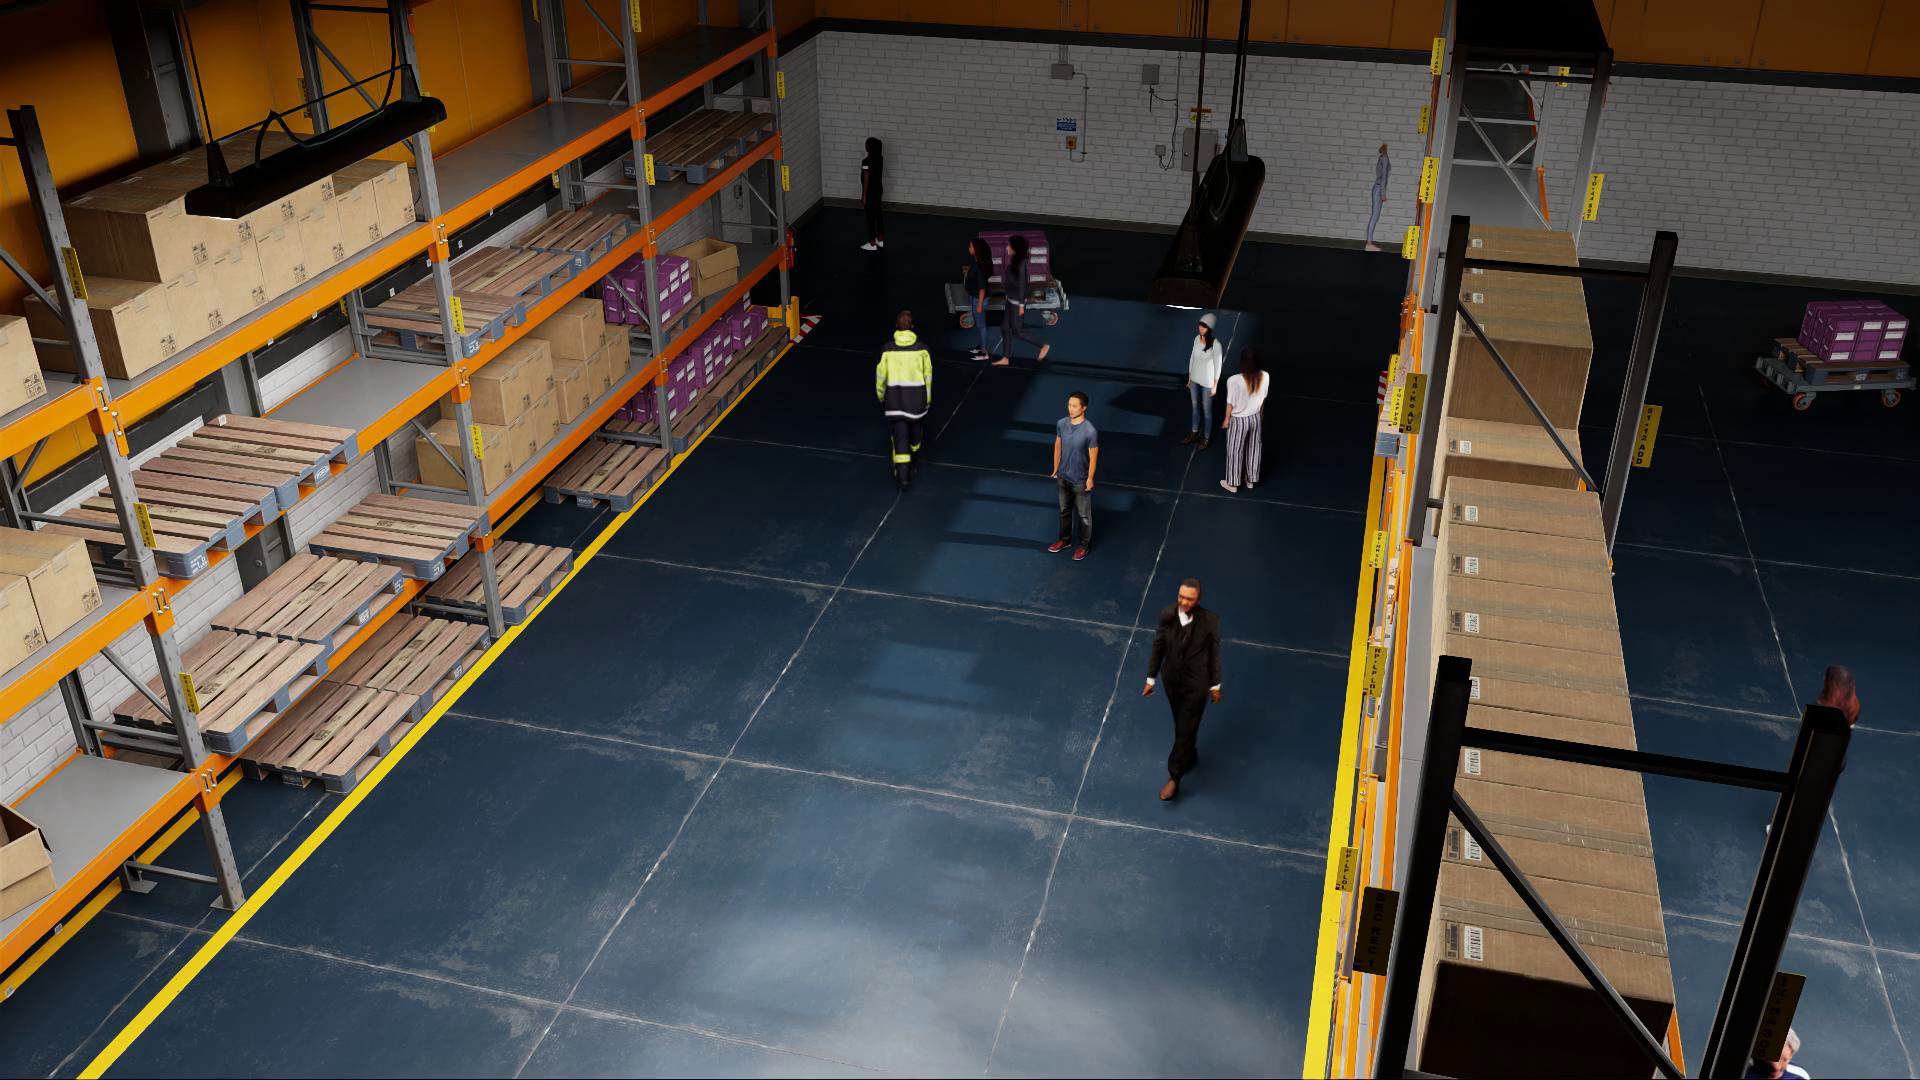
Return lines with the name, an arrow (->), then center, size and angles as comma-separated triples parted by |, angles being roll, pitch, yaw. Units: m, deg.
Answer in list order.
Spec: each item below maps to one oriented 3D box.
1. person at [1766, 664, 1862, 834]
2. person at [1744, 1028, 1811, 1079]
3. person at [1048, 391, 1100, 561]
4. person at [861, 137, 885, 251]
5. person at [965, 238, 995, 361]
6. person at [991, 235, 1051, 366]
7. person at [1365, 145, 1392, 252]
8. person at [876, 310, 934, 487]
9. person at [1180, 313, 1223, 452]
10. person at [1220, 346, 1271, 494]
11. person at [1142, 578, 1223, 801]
person -> 6.629, 1.674, 12.793 | 0.703, 1.636, 0.725 | -7, 29, -13
person -> 4.431, 3.408, 9.405 | 0.650, 1.836, 0.556 | 4, 29, 8
person -> 1.177, -0.675, 16.917 | 0.716, 1.810, 0.679 | 20, 34, 32
person -> -1.341, -5.327, 25.530 | 0.743, 1.729, 0.623 | 18, 33, 29
person -> 0.259, -3.141, 21.641 | 0.718, 1.615, 0.605 | 0, 29, 0
person -> 0.795, -3.065, 21.361 | 1.009, 1.750, 1.042 | -8, 30, -15
person -> 6.409, -5.335, 25.475 | 0.678, 1.795, 0.501 | 3, 29, 5
person -> -0.610, -1.532, 18.352 | 1.071, 1.941, 1.349 | -2, 29, -4
person -> 2.817, -1.847, 19.235 | 0.659, 1.648, 0.643 | -24, 37, -37
person -> 3.129, -1.338, 18.267 | 0.786, 1.680, 0.823 | -11, 31, -20
person -> 1.889, 1.105, 13.588 | 0.953, 1.874, 1.174 | 17, 33, 29
